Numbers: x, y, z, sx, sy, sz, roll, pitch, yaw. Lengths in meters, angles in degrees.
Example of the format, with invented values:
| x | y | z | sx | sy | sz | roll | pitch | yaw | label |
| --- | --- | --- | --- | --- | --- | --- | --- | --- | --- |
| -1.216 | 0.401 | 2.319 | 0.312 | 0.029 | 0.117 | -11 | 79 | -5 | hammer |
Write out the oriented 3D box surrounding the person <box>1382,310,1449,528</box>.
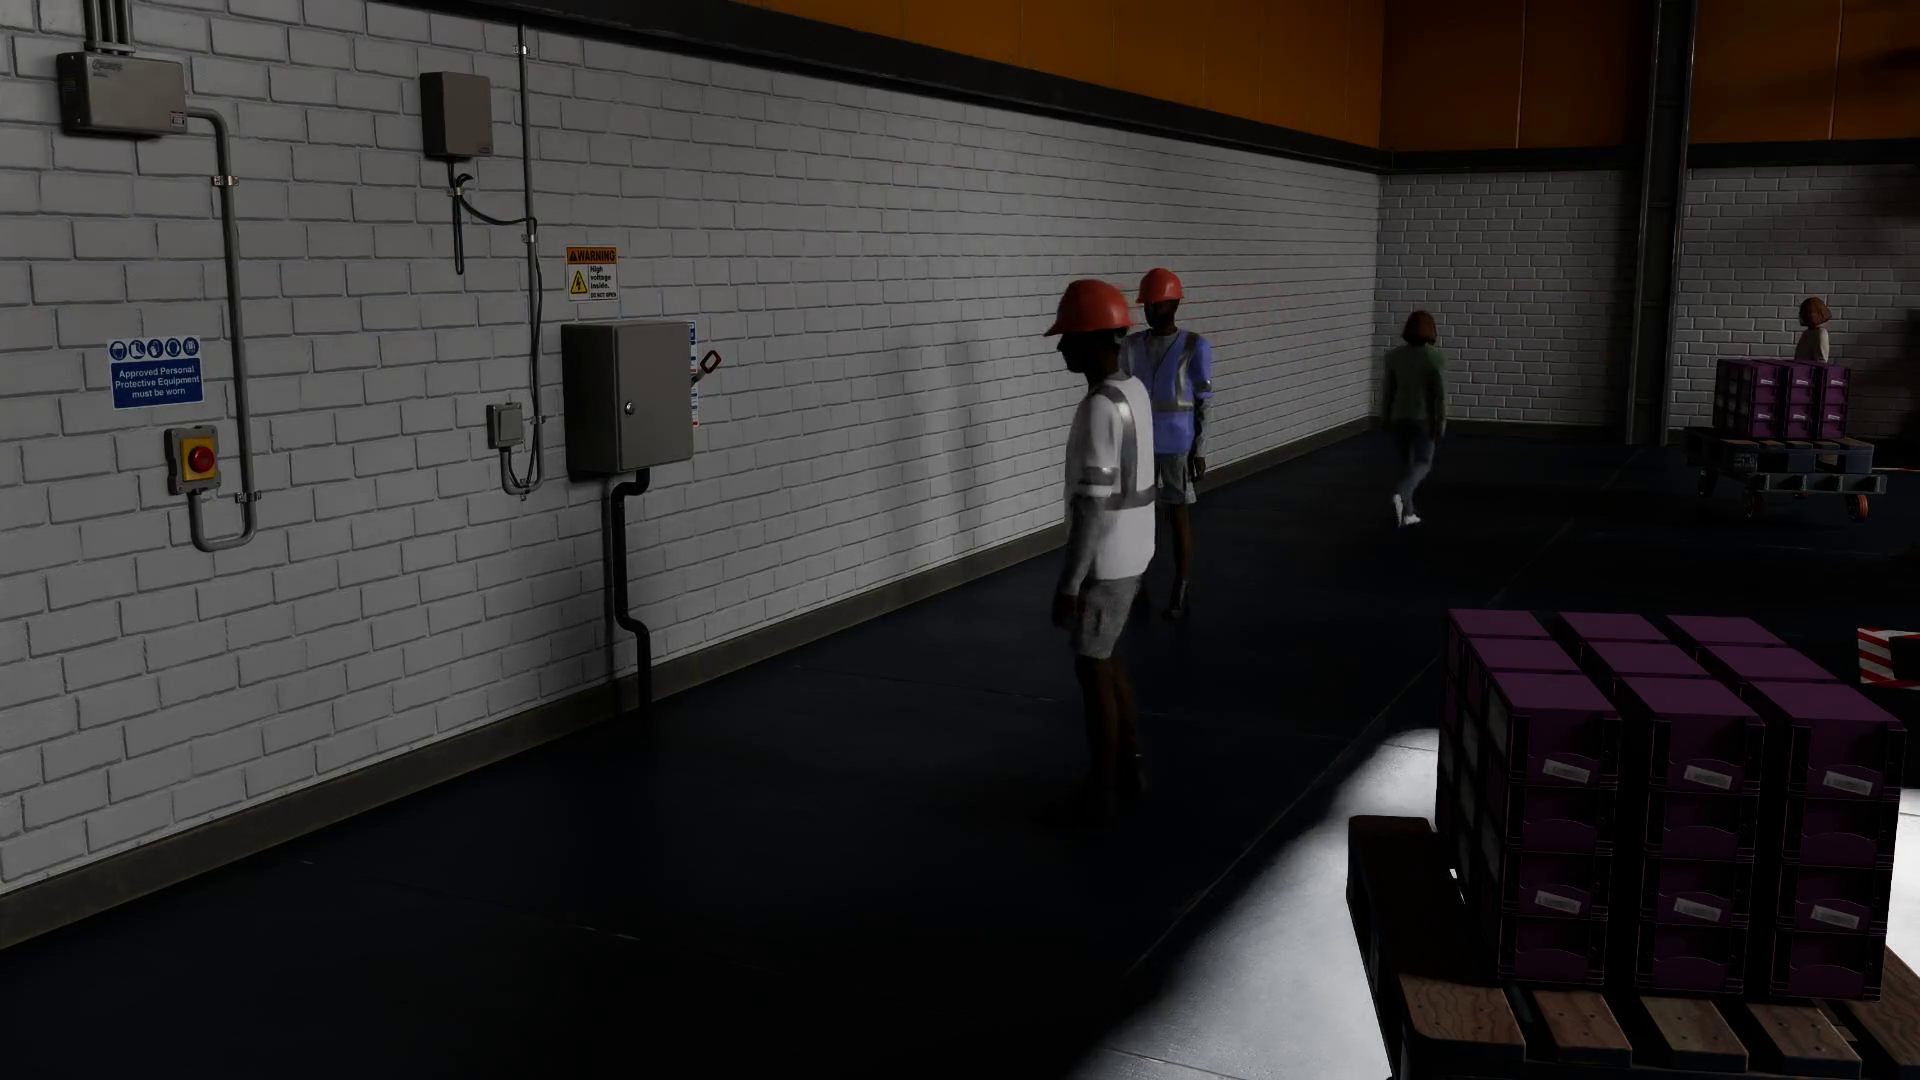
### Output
| x | y | z | sx | sy | sz | roll | pitch | yaw | label |
| --- | --- | --- | --- | --- | --- | --- | --- | --- | --- |
| 3.293 | -0.871 | 12.173 | 0.508 | 1.615 | 0.644 | 9 | 13 | 41 | person |

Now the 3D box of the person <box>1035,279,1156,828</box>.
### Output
| x | y | z | sx | sy | sz | roll | pitch | yaw | label |
| --- | --- | --- | --- | --- | --- | --- | --- | --- | --- |
| 0.483 | 0.060 | 5.839 | 0.384 | 1.932 | 0.578 | 3 | 10 | 18 | person |

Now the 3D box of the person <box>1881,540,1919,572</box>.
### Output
| x | y | z | sx | sy | sz | roll | pitch | yaw | label |
| --- | --- | --- | --- | --- | --- | --- | --- | --- | --- |
| 6.412 | -0.709 | 10.288 | 0.653 | 1.942 | 1.026 | -9 | 13 | -42 | person |

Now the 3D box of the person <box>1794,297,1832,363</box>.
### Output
| x | y | z | sx | sy | sz | roll | pitch | yaw | label |
| --- | --- | --- | --- | --- | --- | --- | --- | --- | --- |
| 7.489 | -1.322 | 14.704 | 0.289 | 1.633 | 0.499 | 1 | 10 | 8 | person |

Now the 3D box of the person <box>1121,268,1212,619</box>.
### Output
| x | y | z | sx | sy | sz | roll | pitch | yaw | label |
| --- | --- | --- | --- | --- | --- | --- | --- | --- | --- |
| 1.105 | -0.527 | 9.221 | 0.553 | 1.935 | 0.364 | 6 | 11 | 30 | person |
